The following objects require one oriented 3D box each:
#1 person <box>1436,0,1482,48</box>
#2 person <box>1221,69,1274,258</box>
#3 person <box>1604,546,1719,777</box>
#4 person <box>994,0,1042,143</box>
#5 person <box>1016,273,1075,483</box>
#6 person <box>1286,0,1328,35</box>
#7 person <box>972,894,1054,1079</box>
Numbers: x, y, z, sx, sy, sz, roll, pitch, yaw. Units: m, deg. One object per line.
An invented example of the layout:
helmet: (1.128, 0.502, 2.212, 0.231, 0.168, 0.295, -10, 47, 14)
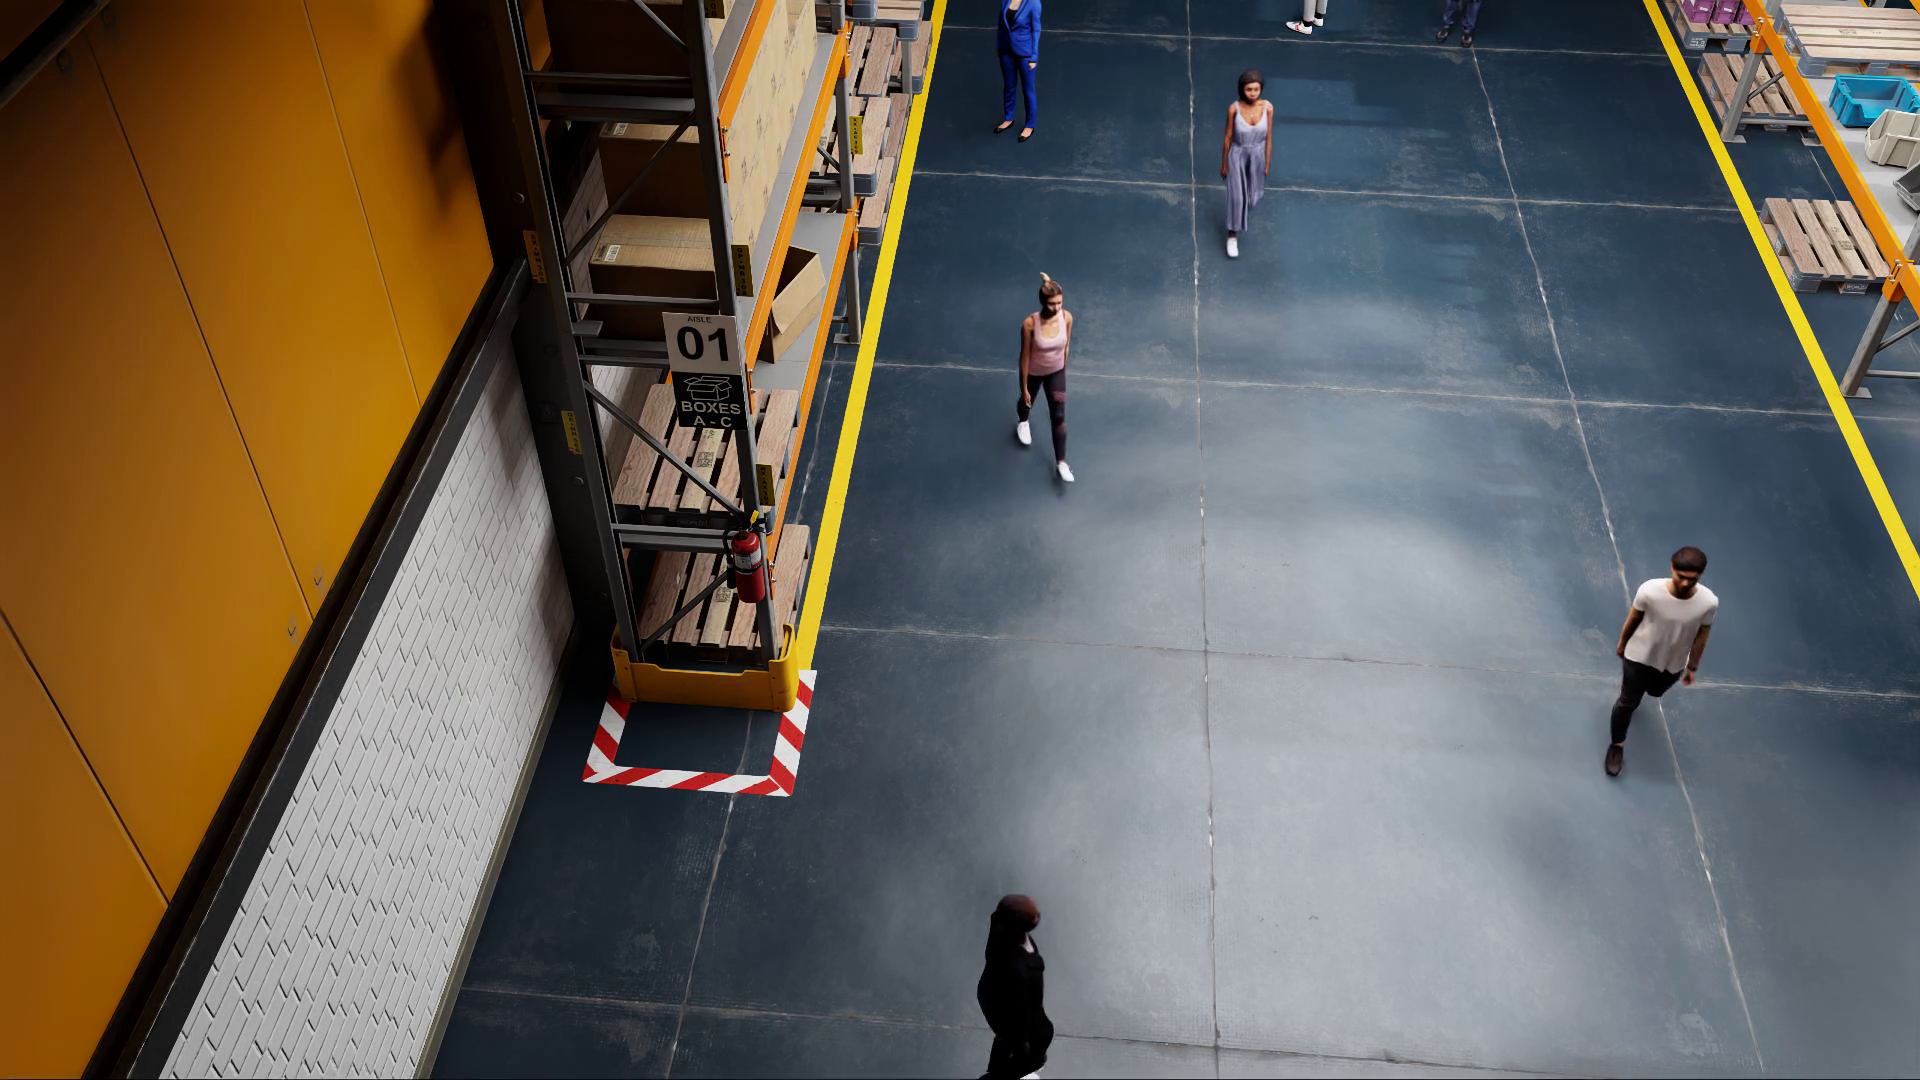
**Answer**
person: (5.326, -6.077, 17.230, 0.683, 1.867, 0.653, 13, 45, 13)
person: (2.473, -3.329, 14.481, 0.656, 1.679, 0.929, -2, 44, -2)
person: (4.336, 0.644, 10.298, 0.749, 1.698, 1.092, 10, 45, 11)
person: (0.566, -4.660, 15.862, 0.708, 1.701, 0.720, 27, 50, 25)
person: (0.575, -1.281, 12.390, 0.823, 1.598, 1.153, -10, 45, -10)
person: (3.763, -6.272, 17.376, 0.779, 1.948, 0.854, -33, 53, -30)
person: (0.170, 2.380, 8.439, 0.822, 1.748, 0.758, -6, 44, -7)
